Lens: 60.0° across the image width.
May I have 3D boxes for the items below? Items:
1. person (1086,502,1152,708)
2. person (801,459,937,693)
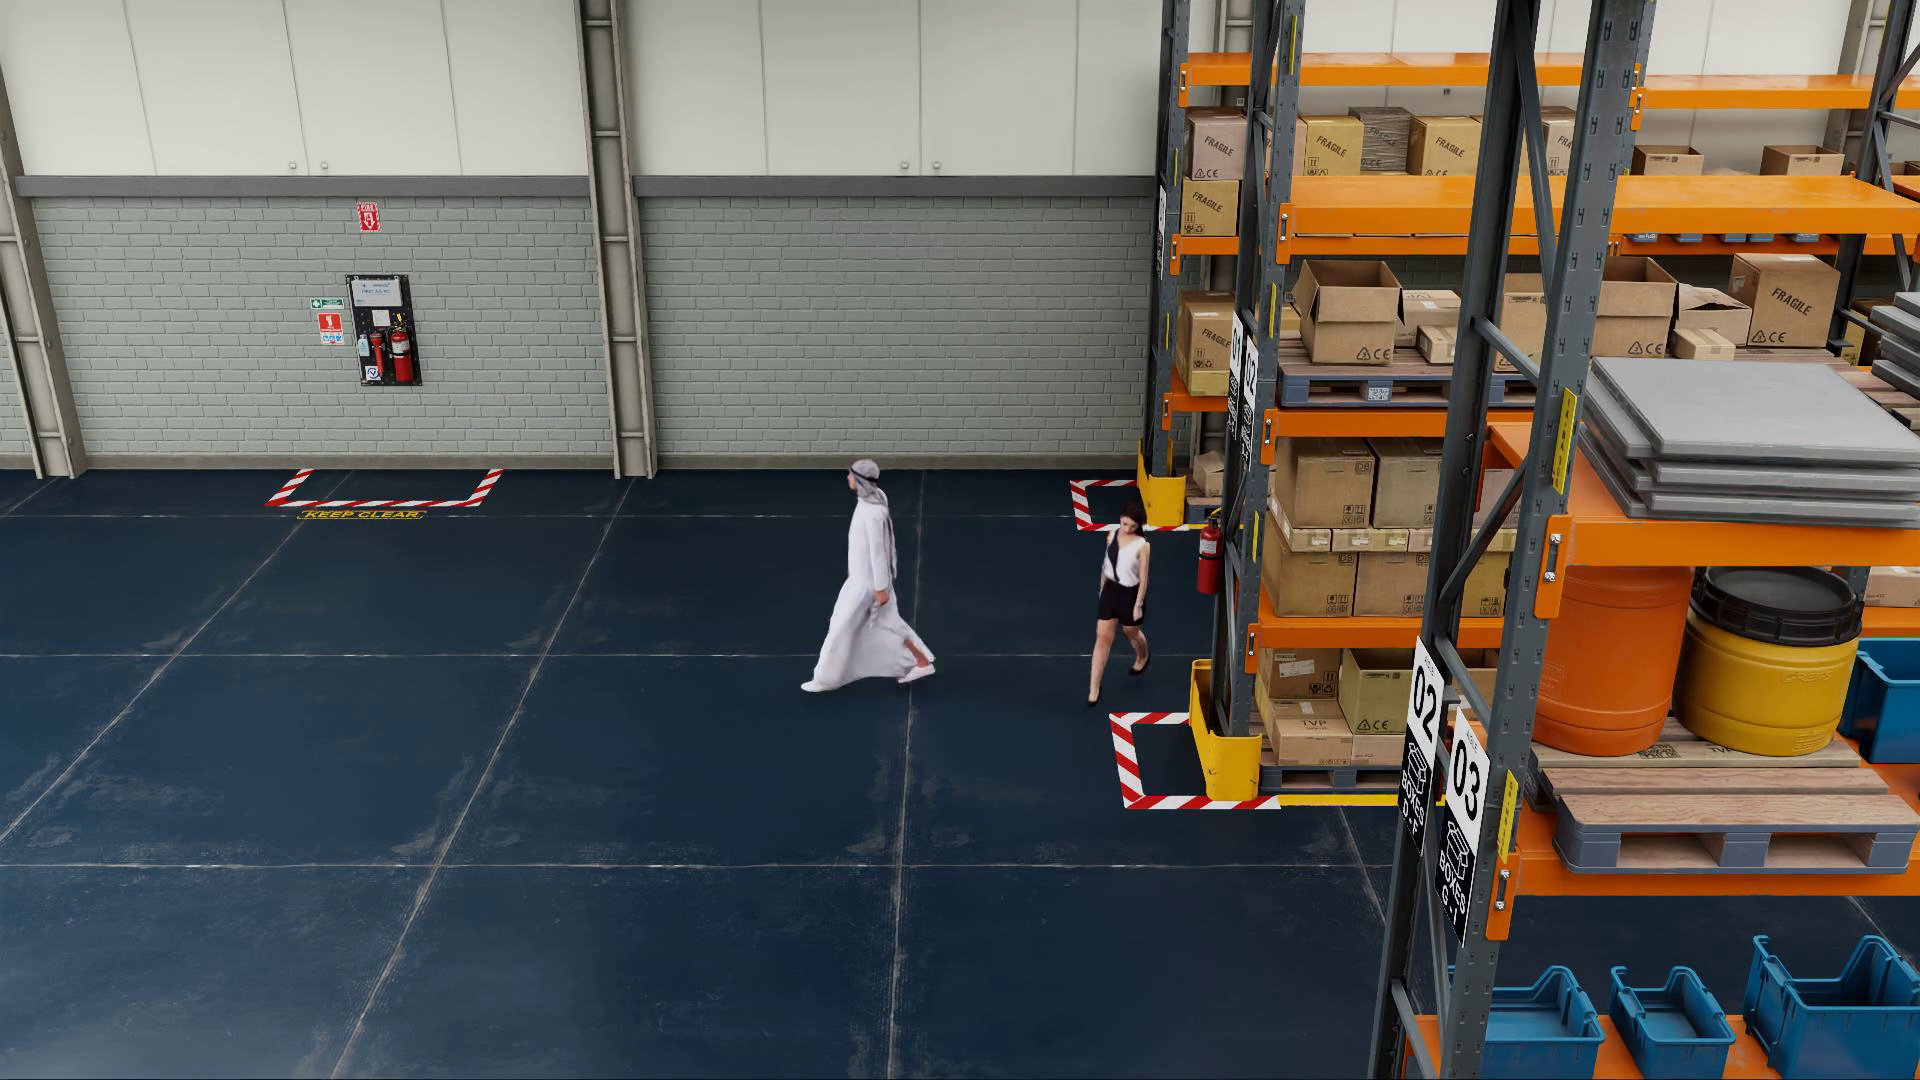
[{"bbox_3d":[1.309,0.453,12.634,1.050,1.600,1.053,18,29,37],"label":"person"},{"bbox_3d":[-0.590,0.304,12.639,1.291,1.872,0.754,-2,23,-5],"label":"person"}]
